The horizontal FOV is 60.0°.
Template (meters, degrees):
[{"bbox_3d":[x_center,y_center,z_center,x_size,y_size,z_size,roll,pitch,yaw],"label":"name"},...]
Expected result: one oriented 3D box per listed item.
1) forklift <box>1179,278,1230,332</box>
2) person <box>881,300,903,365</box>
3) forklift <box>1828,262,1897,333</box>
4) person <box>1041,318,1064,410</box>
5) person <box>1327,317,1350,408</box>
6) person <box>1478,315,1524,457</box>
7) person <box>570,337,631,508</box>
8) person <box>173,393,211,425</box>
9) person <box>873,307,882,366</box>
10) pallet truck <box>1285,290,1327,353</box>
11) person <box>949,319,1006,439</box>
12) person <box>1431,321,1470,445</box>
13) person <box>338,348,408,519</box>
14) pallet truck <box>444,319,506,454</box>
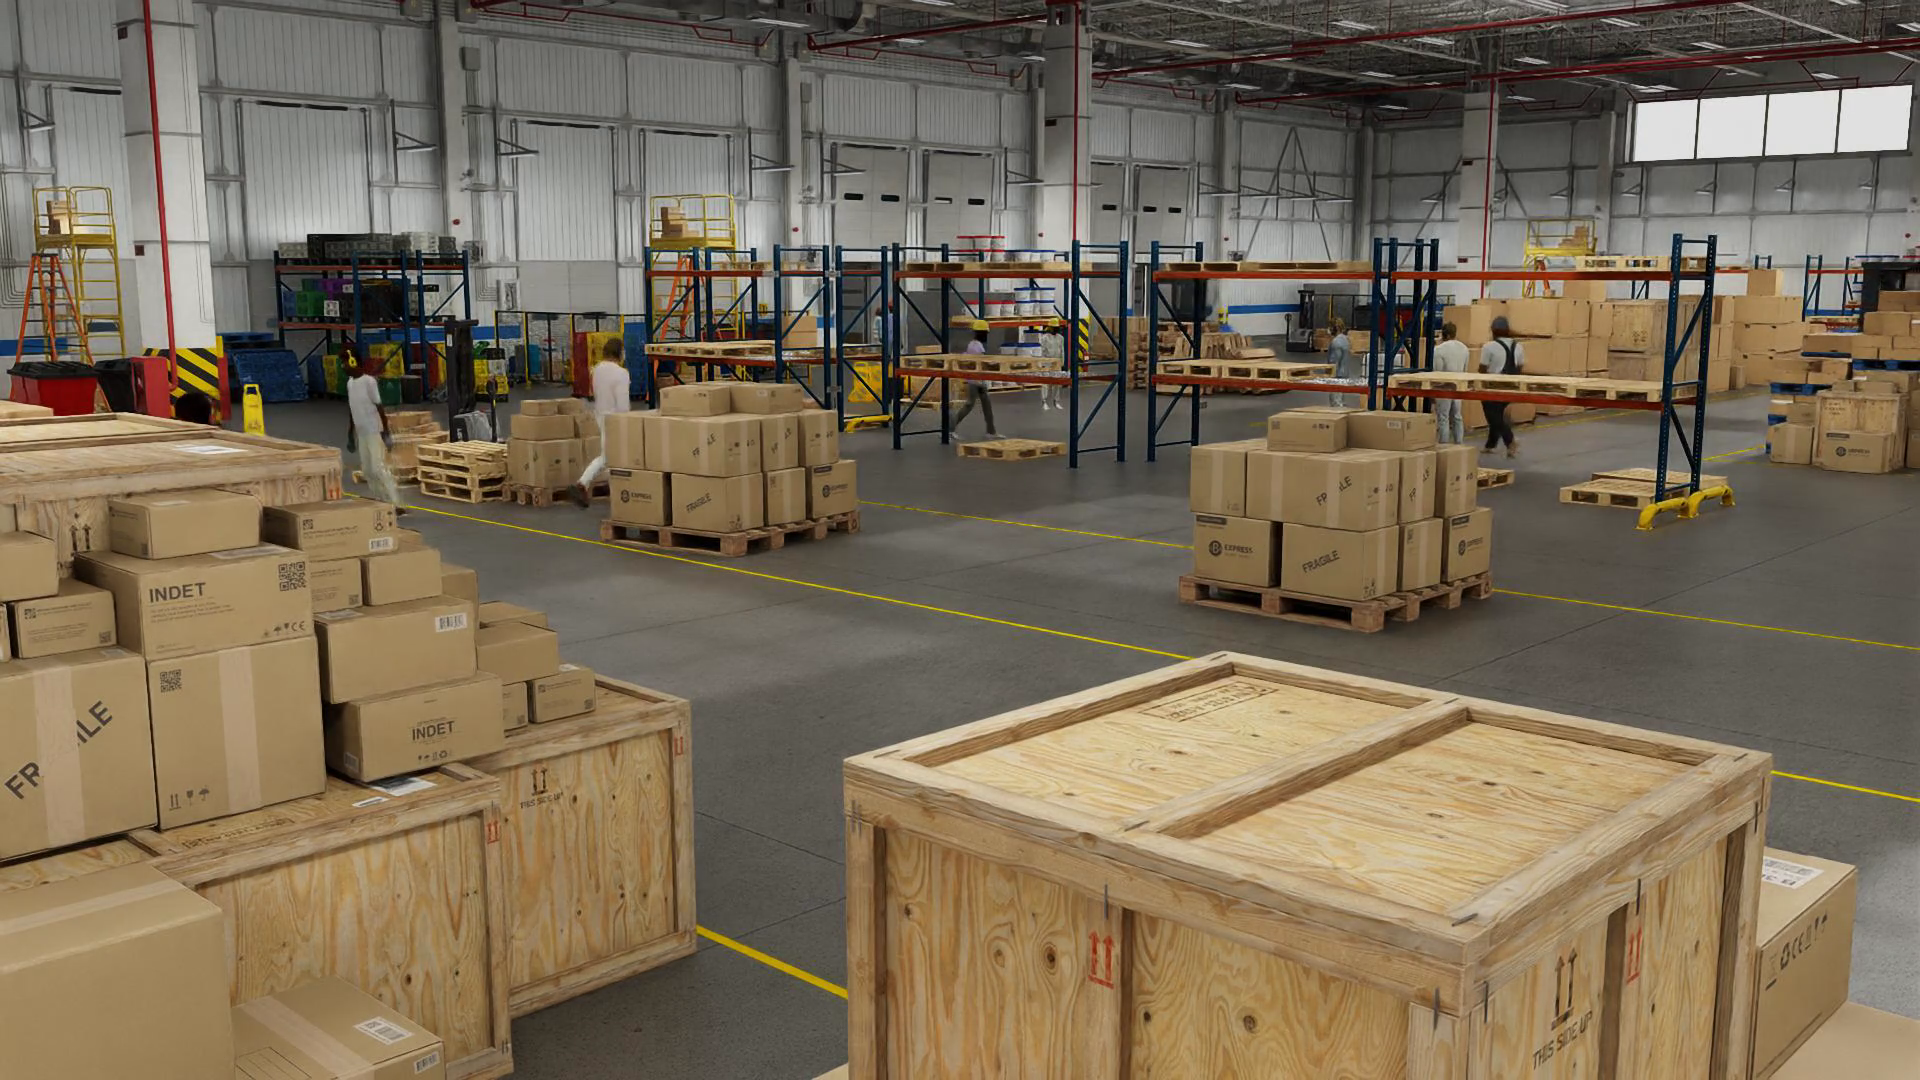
[{"bbox_3d":[6.575,-6.393,46.741,1.873,2.768,1.129,9,13,43],"label":"forklift"},{"bbox_3d":[-1.575,-4.682,39.120,0.546,1.942,0.353,4,10,22],"label":"person"},{"bbox_3d":[23.211,-5.655,42.217,1.129,2.768,1.873,-5,10,-27],"label":"forklift"},{"bbox_3d":[1.756,-3.321,31.403,0.484,1.739,0.319,-4,10,-23],"label":"person"},{"bbox_3d":[5.780,-2.448,25.485,0.364,1.930,0.625,4,10,22],"label":"person"},{"bbox_3d":[7.683,-2.188,23.528,0.681,2.000,0.877,-5,11,-29],"label":"person"},{"bbox_3d":[-3.876,-1.276,18.332,0.819,1.917,0.633,-9,13,-42],"label":"person"},{"bbox_3d":[-4.865,-0.030,10.878,1.031,1.865,0.607,3,10,16],"label":"person"},{"bbox_3d":[-2.154,-5.386,44.396,0.324,1.631,0.522,-1,9,-5],"label":"person"},{"bbox_3d":[11.297,-6.951,52.861,1.885,1.965,0.823,-5,11,-29],"label":"pallet truck"},{"bbox_3d":[0.211,-2.505,25.953,0.945,1.892,0.601,0,9,1],"label":"person"},{"bbox_3d":[6.816,-2.073,23.181,0.623,1.932,0.368,-5,11,-30],"label":"person"},{"bbox_3d":[-6.215,-1.103,17.518,0.642,1.826,0.433,7,12,38],"label":"person"},{"bbox_3d":[-6.981,-1.942,22.150,1.885,1.965,0.823,1,9,9],"label":"pallet truck"}]
